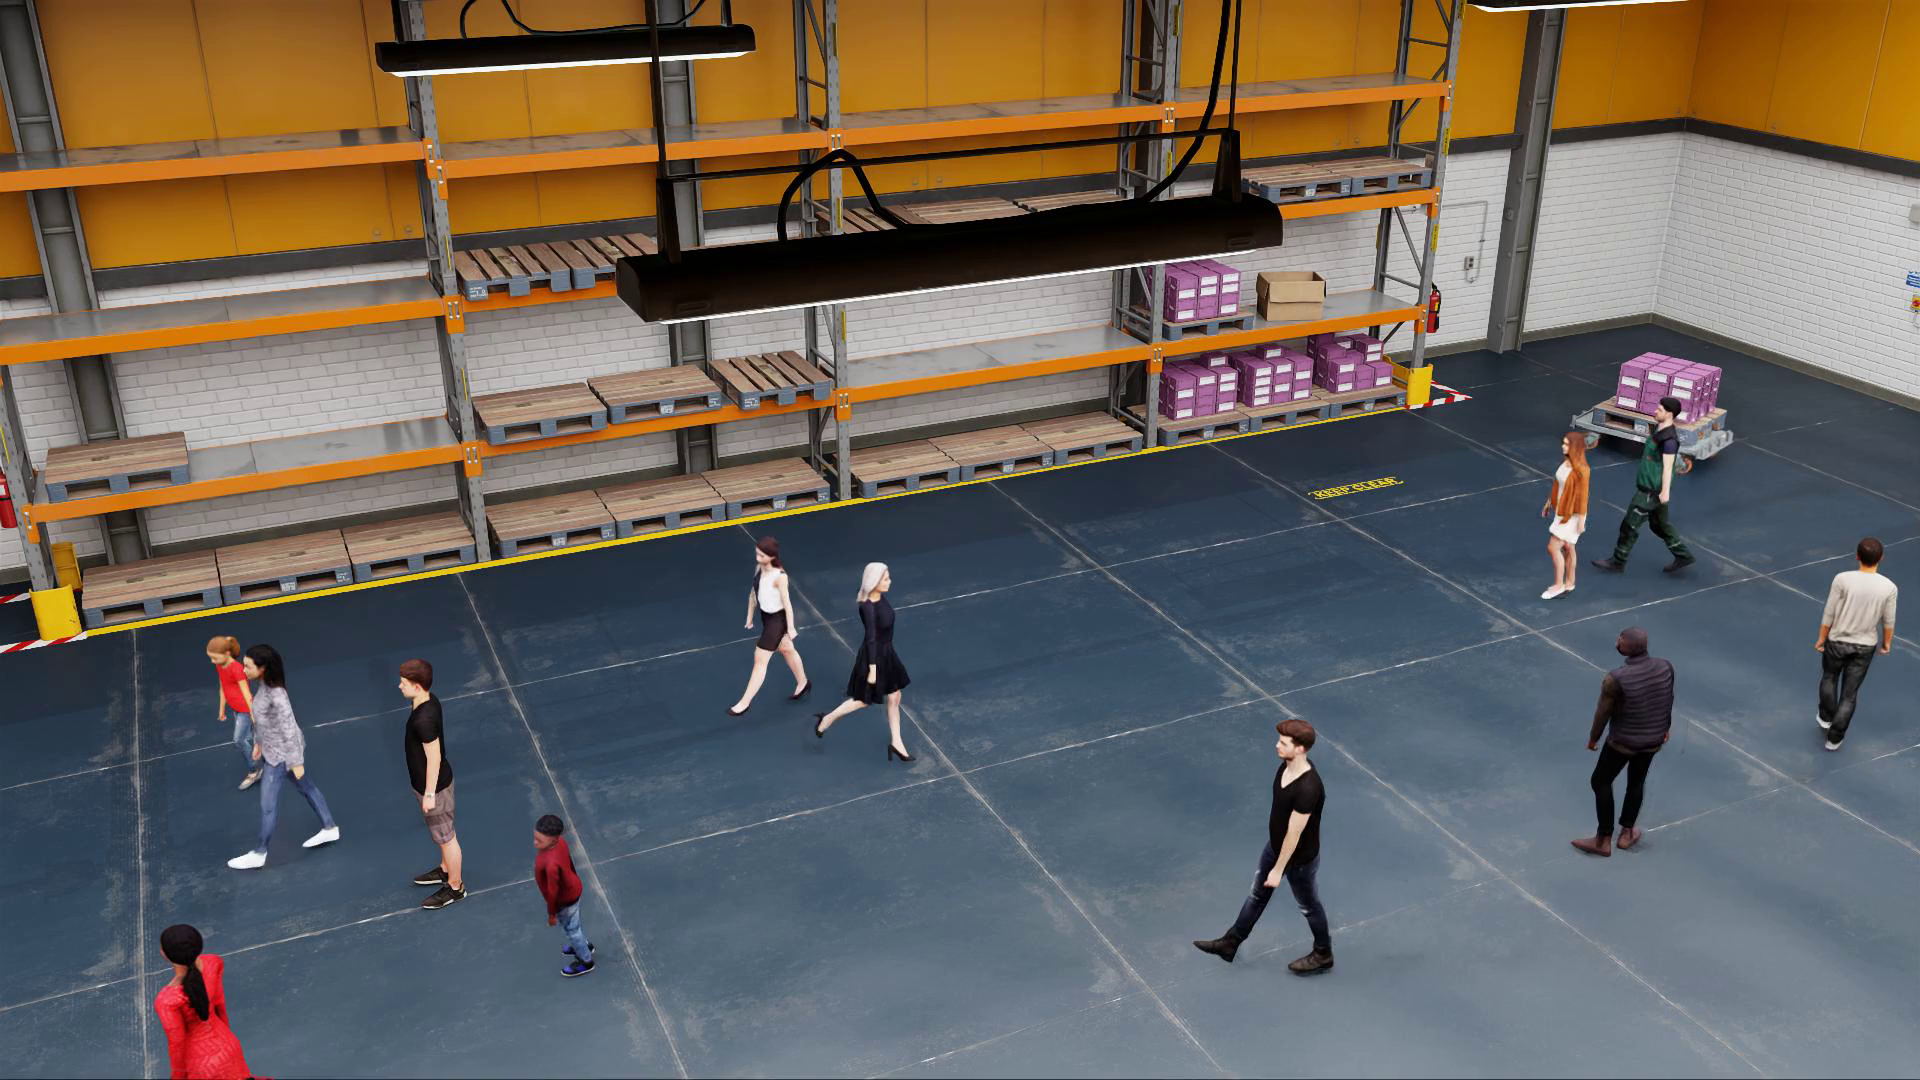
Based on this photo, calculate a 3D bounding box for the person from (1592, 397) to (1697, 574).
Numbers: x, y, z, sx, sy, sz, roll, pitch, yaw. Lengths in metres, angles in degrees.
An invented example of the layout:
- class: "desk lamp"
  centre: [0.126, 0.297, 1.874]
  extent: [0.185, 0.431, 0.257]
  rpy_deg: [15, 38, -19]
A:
- class: "person"
  centre: [6.989, -0.505, 16.513]
  extent: [1.289, 1.865, 1.179]
  rpy_deg: [6, 24, 14]

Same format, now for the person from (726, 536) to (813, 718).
- class: "person"
  centre: [-1.496, 0.709, 14.066]
  extent: [1.147, 1.601, 0.768]
  rpy_deg: [-17, 29, -34]

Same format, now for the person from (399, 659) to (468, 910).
- class: "person"
  centre: [-3.668, 1.661, 11.564]
  extent: [0.567, 1.862, 0.660]
  rpy_deg: [-10, 26, -22]

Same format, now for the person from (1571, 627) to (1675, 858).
- class: "person"
  centre: [4.929, 1.450, 12.102]
  extent: [0.660, 1.817, 0.919]
  rpy_deg: [3, 24, 7]

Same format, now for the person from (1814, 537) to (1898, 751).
- class: "person"
  centre: [7.206, 0.878, 13.448]
  extent: [0.936, 1.787, 1.003]
  rpy_deg: [12, 26, 25]

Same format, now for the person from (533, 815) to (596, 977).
- class: "person"
  centre: [-2.549, 2.304, 10.881]
  extent: [0.613, 1.230, 0.608]
  rpy_deg: [2, 24, 4]

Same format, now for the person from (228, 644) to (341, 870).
- class: "person"
  centre: [-4.819, 1.525, 12.079]
  extent: [1.050, 1.698, 0.724]
  rpy_deg: [-14, 27, -29]

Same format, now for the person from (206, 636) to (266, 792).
- class: "person"
  centre: [-5.583, 1.302, 13.102]
  extent: [0.598, 1.288, 0.670]
  rpy_deg: [17, 29, 34]

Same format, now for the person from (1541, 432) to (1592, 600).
- class: "person"
  centre: [5.995, -0.253, 16.144]
  extent: [0.760, 1.701, 0.736]
  rpy_deg: [0, 24, 0]

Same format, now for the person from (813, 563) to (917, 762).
- class: "person"
  centre: [-0.759, 0.990, 13.280]
  extent: [1.155, 1.716, 0.982]
  rpy_deg: [4, 24, 9]

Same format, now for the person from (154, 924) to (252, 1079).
- class: "person"
  centre: [-4.061, 2.830, 8.986]
  extent: [0.784, 1.784, 0.740]
  rpy_deg: [5, 24, 12]

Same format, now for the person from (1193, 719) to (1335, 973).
- class: "person"
  centre: [2.245, 2.026, 10.741]
  extent: [1.239, 1.851, 0.879]
  rpy_deg: [-4, 24, -9]
